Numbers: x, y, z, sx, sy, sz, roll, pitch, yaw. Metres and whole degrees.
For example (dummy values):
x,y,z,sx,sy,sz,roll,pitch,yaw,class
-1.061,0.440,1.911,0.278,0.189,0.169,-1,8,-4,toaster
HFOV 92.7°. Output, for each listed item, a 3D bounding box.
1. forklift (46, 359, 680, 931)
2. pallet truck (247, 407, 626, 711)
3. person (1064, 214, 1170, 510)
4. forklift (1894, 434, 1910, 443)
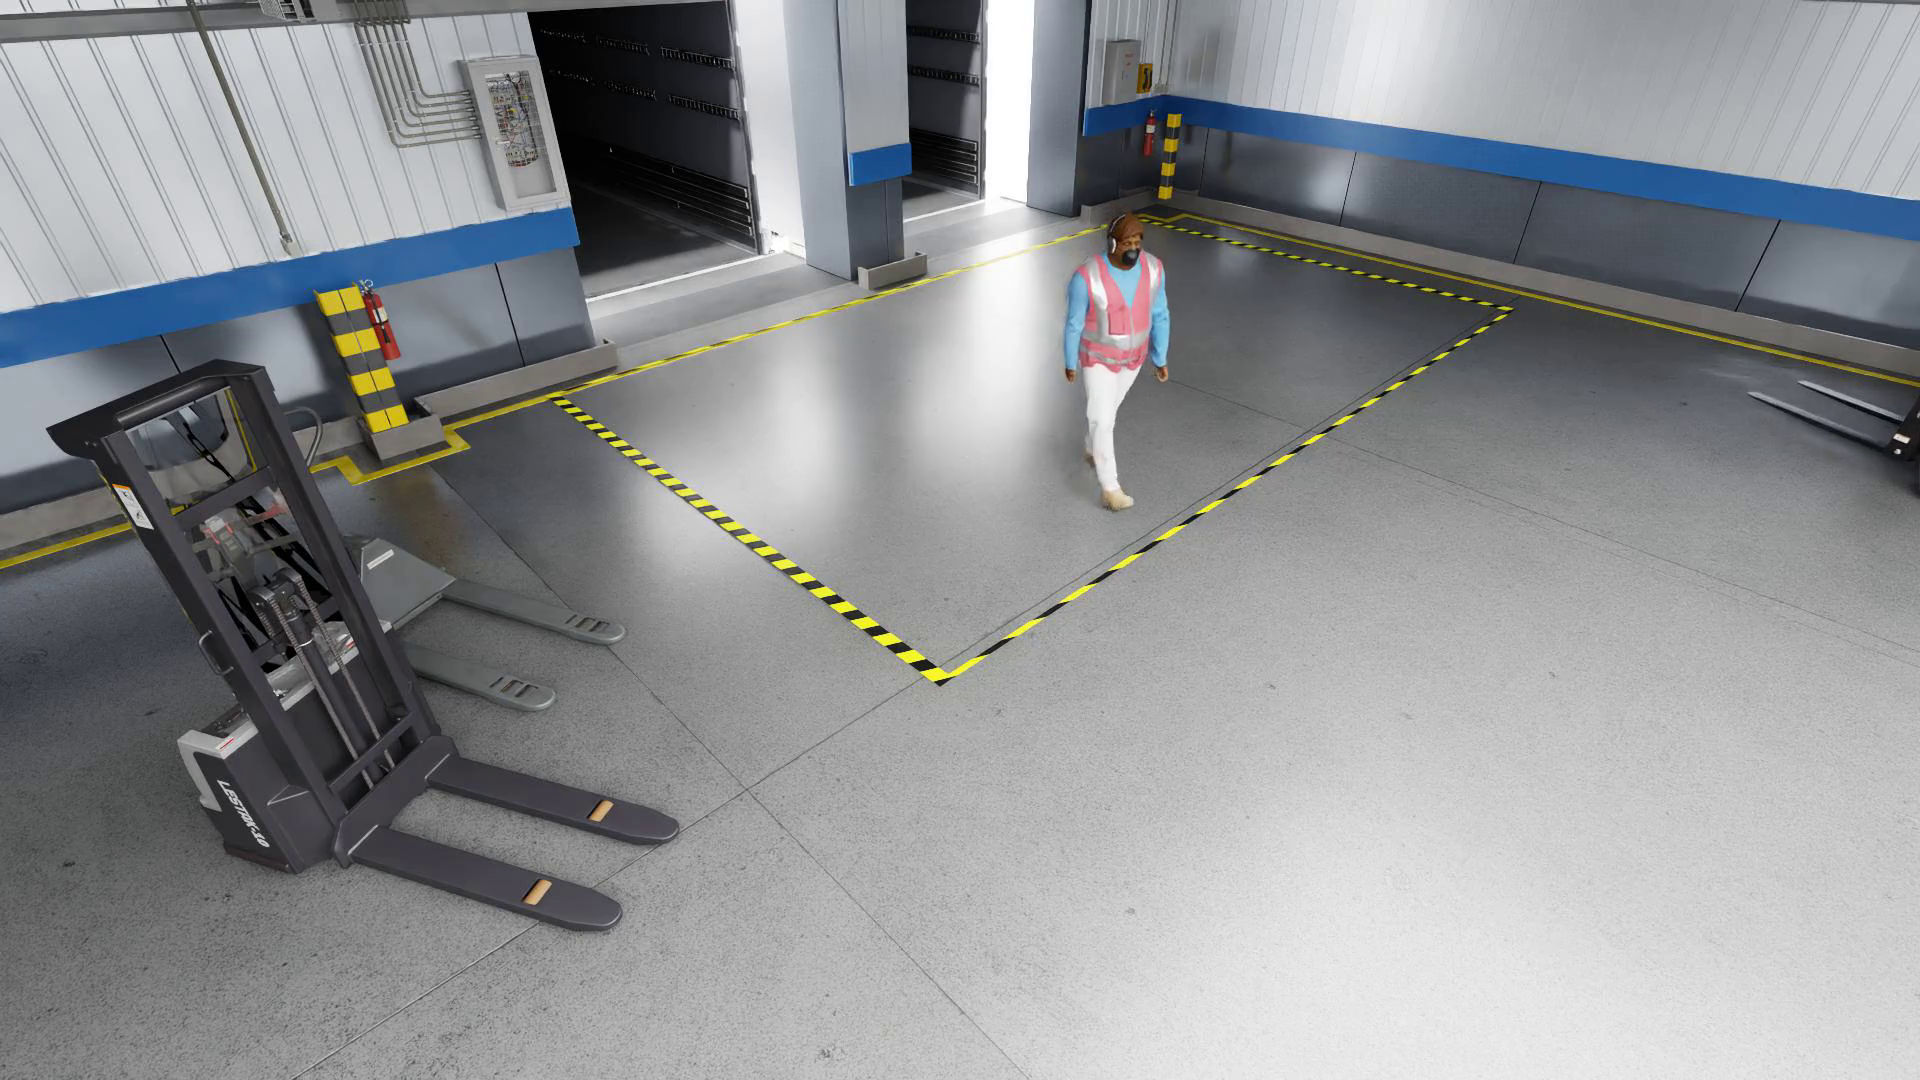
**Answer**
x,y,z,sx,sy,sz,roll,pitch,yaw,class
-2.135,0.422,3.354,1.885,1.965,0.823,10,35,14,forklift
-2.628,0.038,4.590,1.601,1.201,0.680,12,36,18,pallet truck
1.020,-1.101,5.758,0.629,1.813,0.873,-14,37,-19,person
7.285,-0.796,4.829,1.157,2.036,2.680,-12,36,-17,forklift
